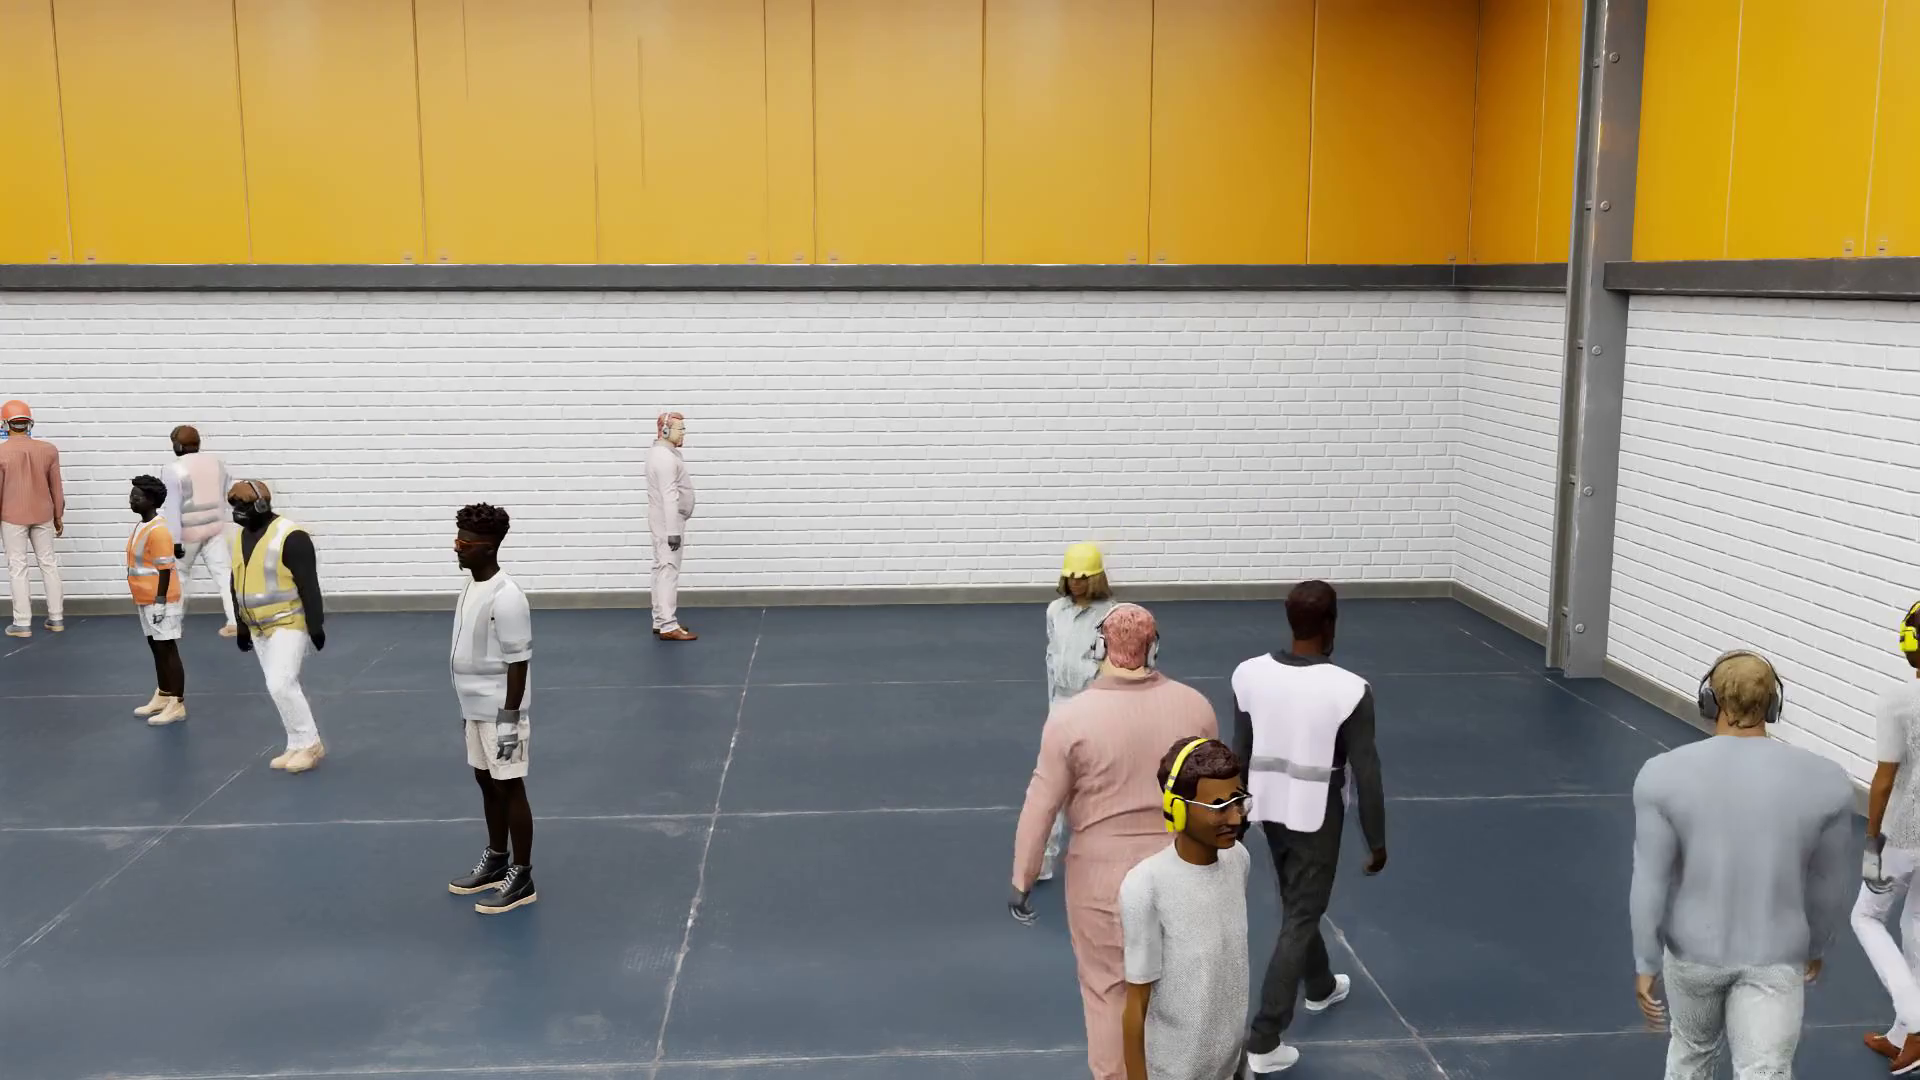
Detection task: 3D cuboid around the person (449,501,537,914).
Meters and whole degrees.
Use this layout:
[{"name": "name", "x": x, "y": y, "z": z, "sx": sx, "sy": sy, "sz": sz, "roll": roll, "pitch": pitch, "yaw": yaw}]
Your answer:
[{"name": "person", "x": -2.253, "y": 0.790, "z": 7.984, "sx": 0.366, "sy": 1.966, "sz": 0.607, "roll": -7, "pitch": 11, "yaw": -36}]

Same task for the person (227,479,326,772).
[{"name": "person", "x": -4.173, "y": 0.523, "z": 10.154, "sx": 0.645, "sy": 1.813, "sz": 0.462, "roll": 6, "pitch": 11, "yaw": 32}]

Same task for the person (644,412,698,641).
[{"name": "person", "x": -2.408, "y": -0.119, "z": 13.897, "sx": 0.399, "sy": 1.905, "sz": 0.643, "roll": -3, "pitch": 10, "yaw": -18}]

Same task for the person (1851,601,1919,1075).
[{"name": "person", "x": 3.625, "y": 1.132, "z": 6.249, "sx": 0.537, "sy": 1.839, "sz": 0.456, "roll": -1, "pitch": 9, "yaw": -8}]

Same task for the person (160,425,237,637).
[{"name": "person", "x": -6.414, "y": -0.070, "z": 13.962, "sx": 0.966, "sy": 1.791, "sz": 0.652, "roll": 5, "pitch": 10, "yaw": 28}]

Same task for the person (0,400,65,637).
[{"name": "person", "x": -7.881, "y": -0.185, "z": 14.021, "sx": 0.388, "sy": 1.992, "sz": 0.625, "roll": 7, "pitch": 11, "yaw": 36}]

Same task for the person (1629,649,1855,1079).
[{"name": "person", "x": 2.386, "y": 1.287, "z": 5.137, "sx": 0.626, "sy": 1.894, "sz": 1.012, "roll": 4, "pitch": 10, "yaw": 22}]

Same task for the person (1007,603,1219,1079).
[{"name": "person", "x": 0.538, "y": 1.162, "z": 5.907, "sx": 0.781, "sy": 1.875, "sz": 0.597, "roll": -3, "pitch": 10, "yaw": -20}]

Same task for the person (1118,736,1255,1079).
[{"name": "person", "x": 0.615, "y": 1.419, "z": 4.343, "sx": 0.321, "sy": 1.871, "sz": 0.532, "roll": 8, "pitch": 12, "yaw": 41}]

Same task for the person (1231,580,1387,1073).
[{"name": "person", "x": 1.361, "y": 1.076, "z": 6.517, "sx": 0.981, "sy": 1.867, "sz": 0.607, "roll": -9, "pitch": 13, "yaw": -44}]

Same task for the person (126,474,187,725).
[{"name": "person", "x": -5.466, "y": 0.398, "z": 11.287, "sx": 0.318, "sy": 1.700, "sz": 0.534, "roll": -8, "pitch": 12, "yaw": -39}]

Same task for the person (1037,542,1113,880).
[{"name": "person", "x": 0.585, "y": 0.863, "z": 8.292, "sx": 0.502, "sy": 1.704, "sz": 0.840, "roll": 6, "pitch": 11, "yaw": 33}]
